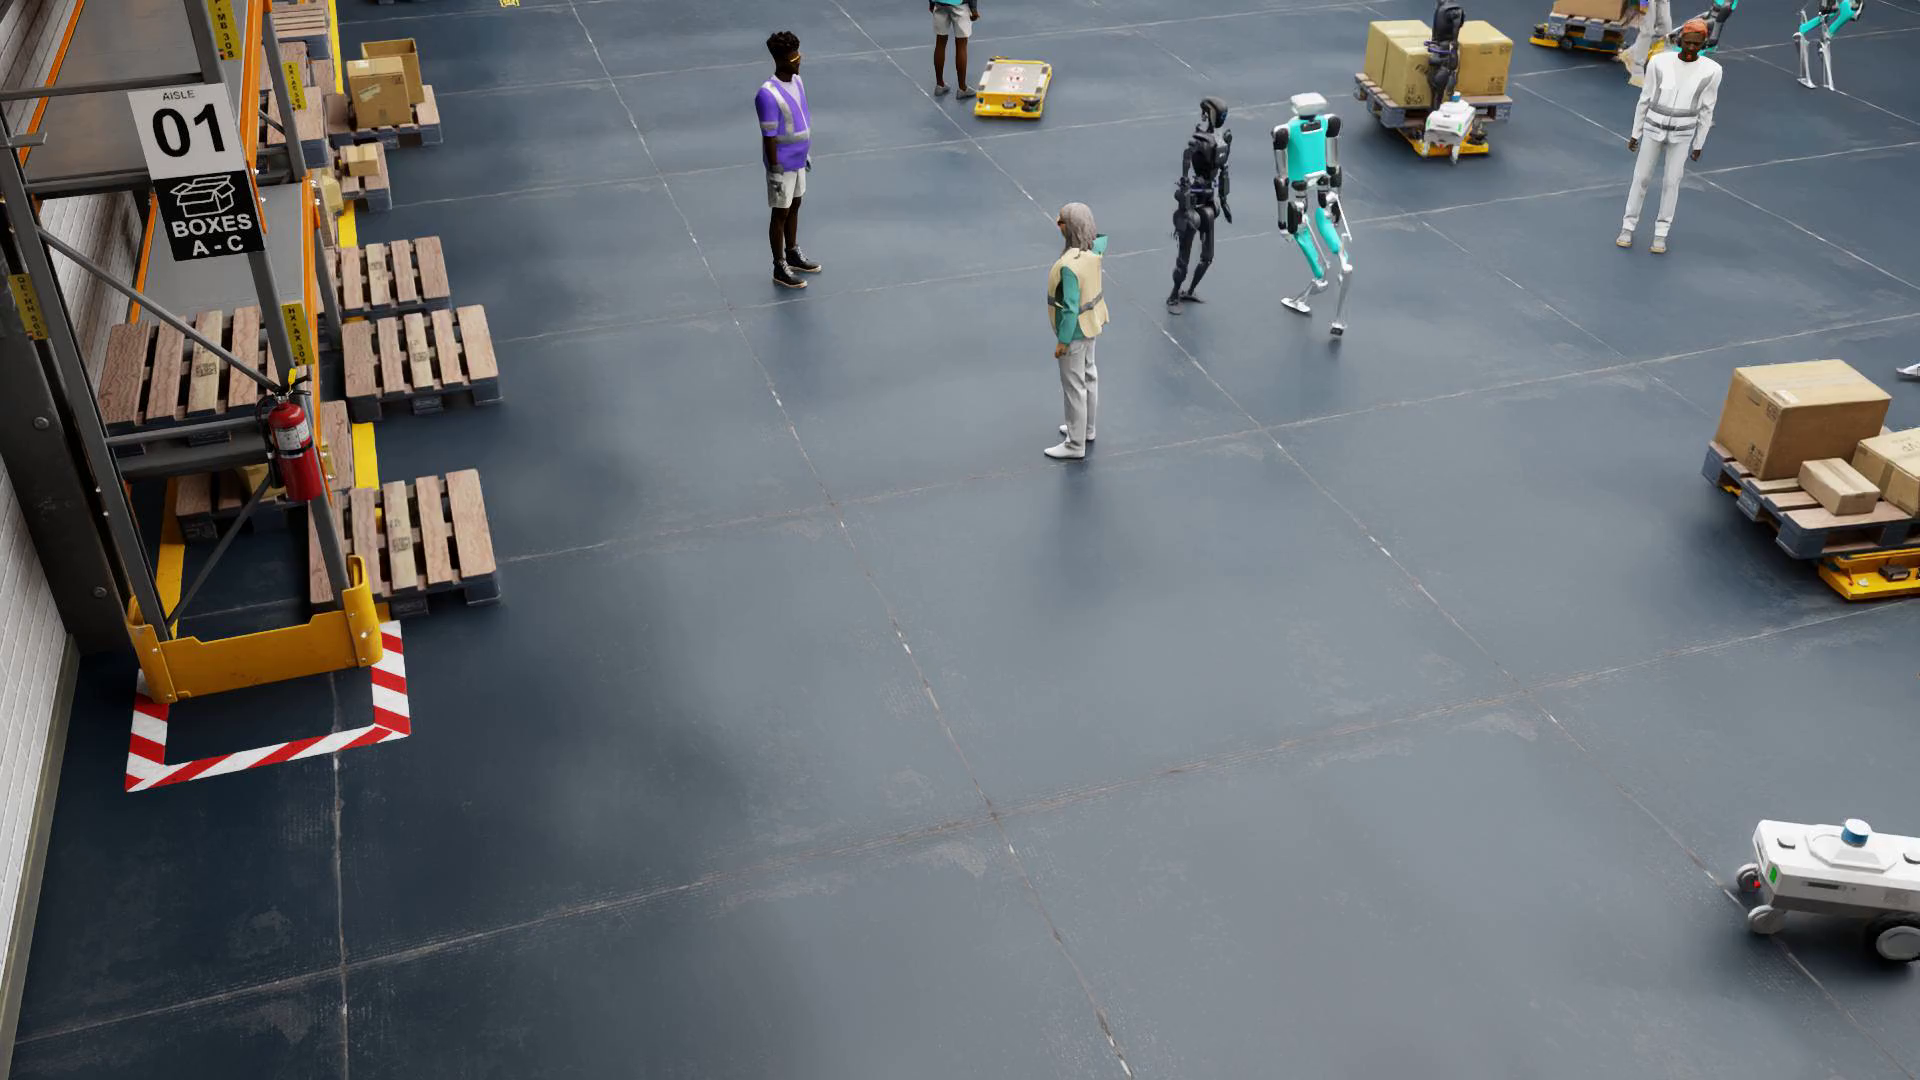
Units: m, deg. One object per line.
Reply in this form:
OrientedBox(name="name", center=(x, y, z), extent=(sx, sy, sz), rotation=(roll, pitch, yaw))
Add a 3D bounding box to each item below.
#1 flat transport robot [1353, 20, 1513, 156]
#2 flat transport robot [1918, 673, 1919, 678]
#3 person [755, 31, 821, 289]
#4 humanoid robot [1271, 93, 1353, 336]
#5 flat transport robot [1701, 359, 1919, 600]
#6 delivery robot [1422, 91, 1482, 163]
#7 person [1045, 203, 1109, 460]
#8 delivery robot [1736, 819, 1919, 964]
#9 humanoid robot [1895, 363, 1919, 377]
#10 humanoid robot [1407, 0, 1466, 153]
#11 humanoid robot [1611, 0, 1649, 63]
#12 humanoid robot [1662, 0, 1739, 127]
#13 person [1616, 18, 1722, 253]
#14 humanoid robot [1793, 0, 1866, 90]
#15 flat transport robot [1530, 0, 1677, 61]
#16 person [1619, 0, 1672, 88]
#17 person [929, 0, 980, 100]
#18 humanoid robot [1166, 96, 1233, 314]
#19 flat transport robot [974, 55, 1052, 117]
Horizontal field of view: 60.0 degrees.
OrientedBox(name="flat transport robot", center=(4.525, -4.053, 16.075), extent=(0.659, 0.231, 1.431), rotation=(-4, 33, -6))
OrientedBox(name="flat transport robot", center=(5.635, 0.987, 8.344), extent=(0.659, 0.231, 1.431), rotation=(-10, 34, -15))
OrientedBox(name="person", center=(-1.322, -2.934, 12.806), extent=(0.368, 1.966, 0.600), rotation=(11, 35, 16))
OrientedBox(name="humanoid robot", center=(2.635, -2.252, 12.009), extent=(0.583, 1.754, 1.020), rotation=(-12, 35, -17))
OrientedBox(name="flat transport robot", center=(5.253, -0.126, 10.052), extent=(0.659, 0.231, 1.431), rotation=(-6, 34, -8))
OrientedBox(name="delivery robot", center=(4.595, -3.892, 15.580), extent=(0.499, 0.610, 0.814), rotation=(15, 36, 21))
OrientedBox(name="person", center=(0.749, -1.314, 10.553), extent=(0.367, 1.708, 0.469), rotation=(13, 35, 19))
OrientedBox(name="delivery robot", center=(3.899, 1.494, 7.322), extent=(0.797, 0.613, 0.499), rotation=(6, 34, 9))
OrientedBox(name="humanoid robot", center=(7.070, -1.745, 11.206), extent=(0.921, 1.761, 0.530), rotation=(13, 35, 19))
OrientedBox(name="humanoid robot", center=(4.393, -4.367, 15.268), extent=(0.353, 1.643, 0.583), rotation=(-4, 33, -6))
OrientedBox(name="humanoid robot", center=(7.274, -5.942, 17.600), extent=(0.535, 1.740, 0.764), rotation=(5, 33, 8))
OrientedBox(name="humanoid robot", center=(7.057, -4.907, 16.040), extent=(0.796, 1.767, 0.530), rotation=(11, 35, 16))
OrientedBox(name="person", center=(5.694, -3.246, 13.366), extent=(0.573, 1.880, 0.361), rotation=(15, 36, 22))
OrientedBox(name="humanoid robot", center=(8.844, -5.465, 16.911), extent=(0.530, 1.810, 0.690), rotation=(-9, 34, -14))
OrientedBox(name="flat transport robot", center=(7.103, -5.549, 18.370), extent=(1.431, 0.231, 0.659), rotation=(17, 37, 24))
OrientedBox(name="person", center=(7.081, -5.559, 16.929), extent=(0.481, 1.858, 0.428), rotation=(-22, 39, -29))
OrientedBox(name="person", center=(-0.079, -5.379, 16.580), extent=(0.566, 1.937, 0.427), rotation=(17, 37, 24))
OrientedBox(name="humanoid robot", center=(1.778, -2.502, 12.413), extent=(0.371, 1.650, 0.583), rotation=(28, 42, 36))
OrientedBox(name="flat transport robot", center=(0.553, -4.619, 16.943), extent=(0.659, 0.231, 1.431), rotation=(4, 33, 6))
